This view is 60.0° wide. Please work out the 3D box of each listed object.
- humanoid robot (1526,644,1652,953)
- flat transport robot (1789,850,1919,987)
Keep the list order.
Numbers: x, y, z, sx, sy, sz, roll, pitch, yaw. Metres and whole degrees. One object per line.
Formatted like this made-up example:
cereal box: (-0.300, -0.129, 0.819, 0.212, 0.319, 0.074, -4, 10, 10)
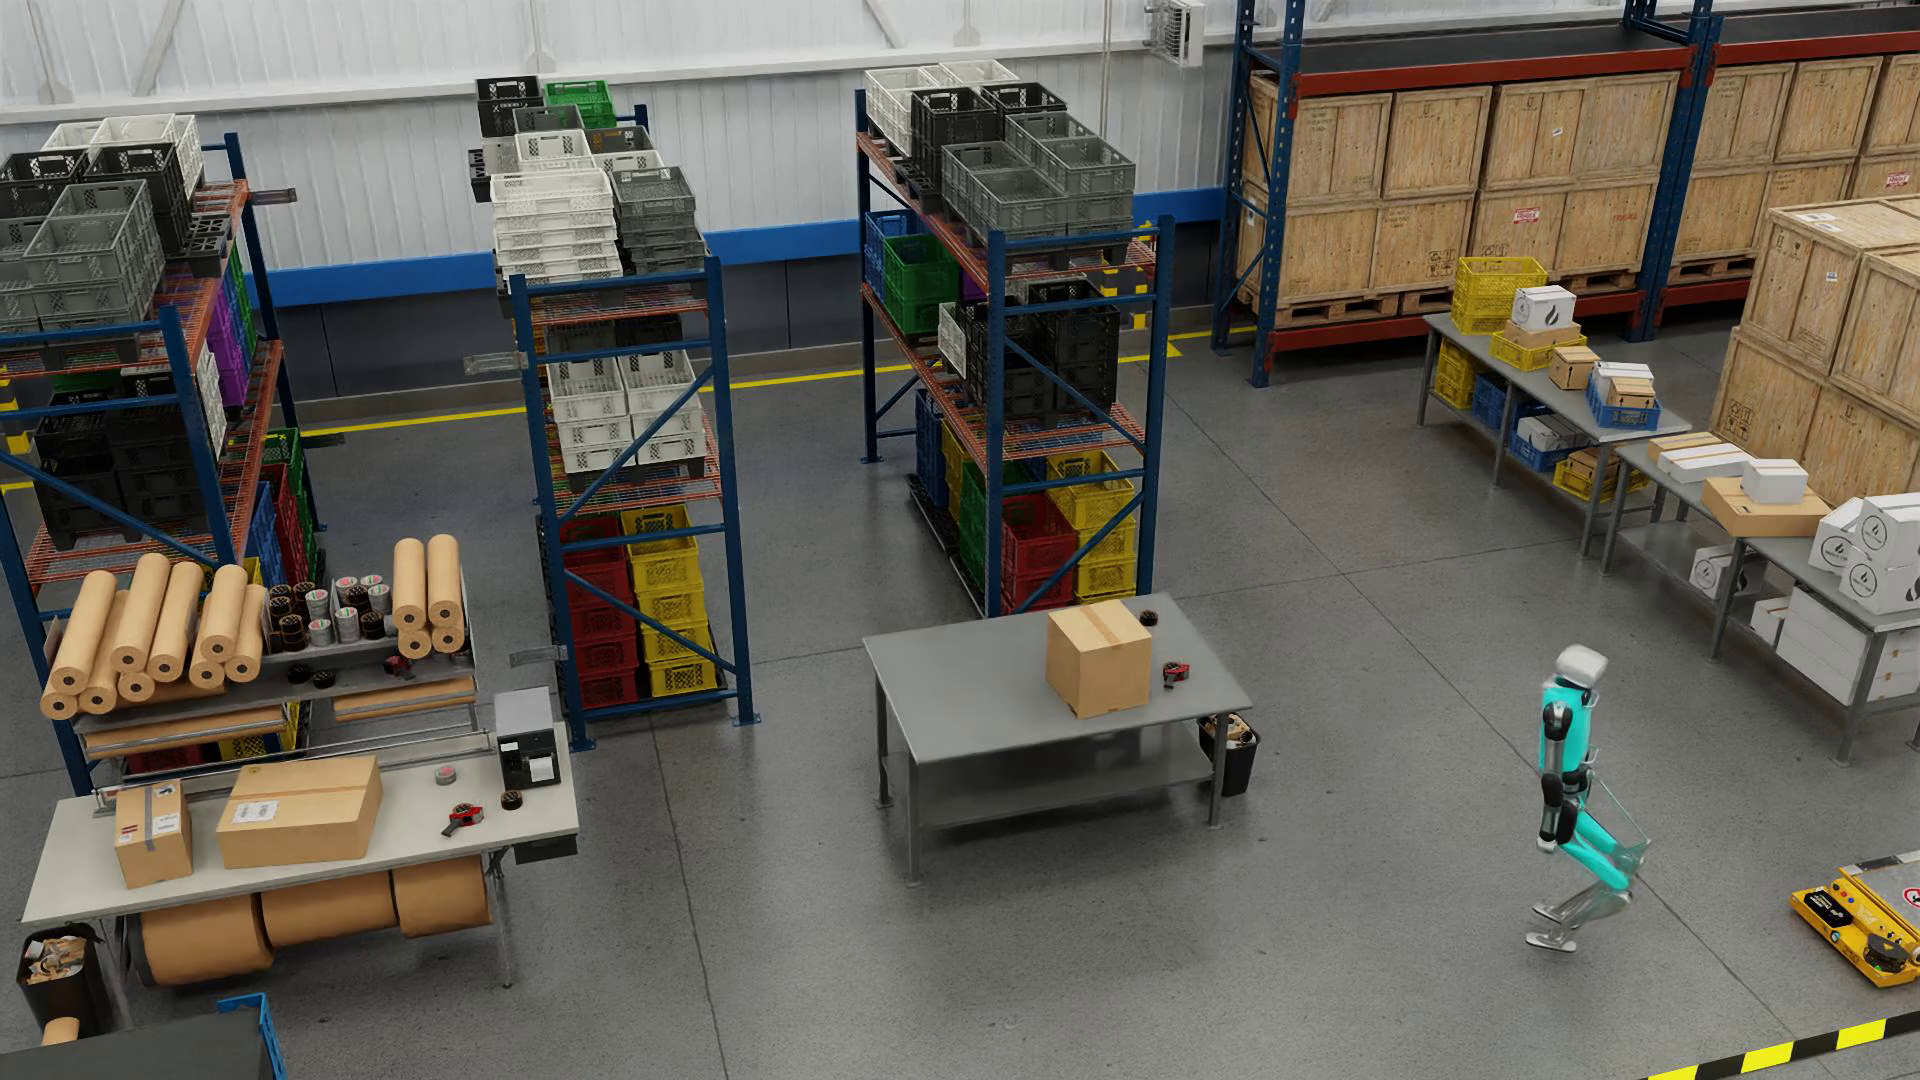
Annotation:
humanoid robot: (3.115, 1.316, 8.103, 0.735, 1.677, 0.533, 16, 32, 26)
flat transport robot: (5.163, 1.916, 8.676, 1.431, 0.231, 0.659, -8, 30, -14)
